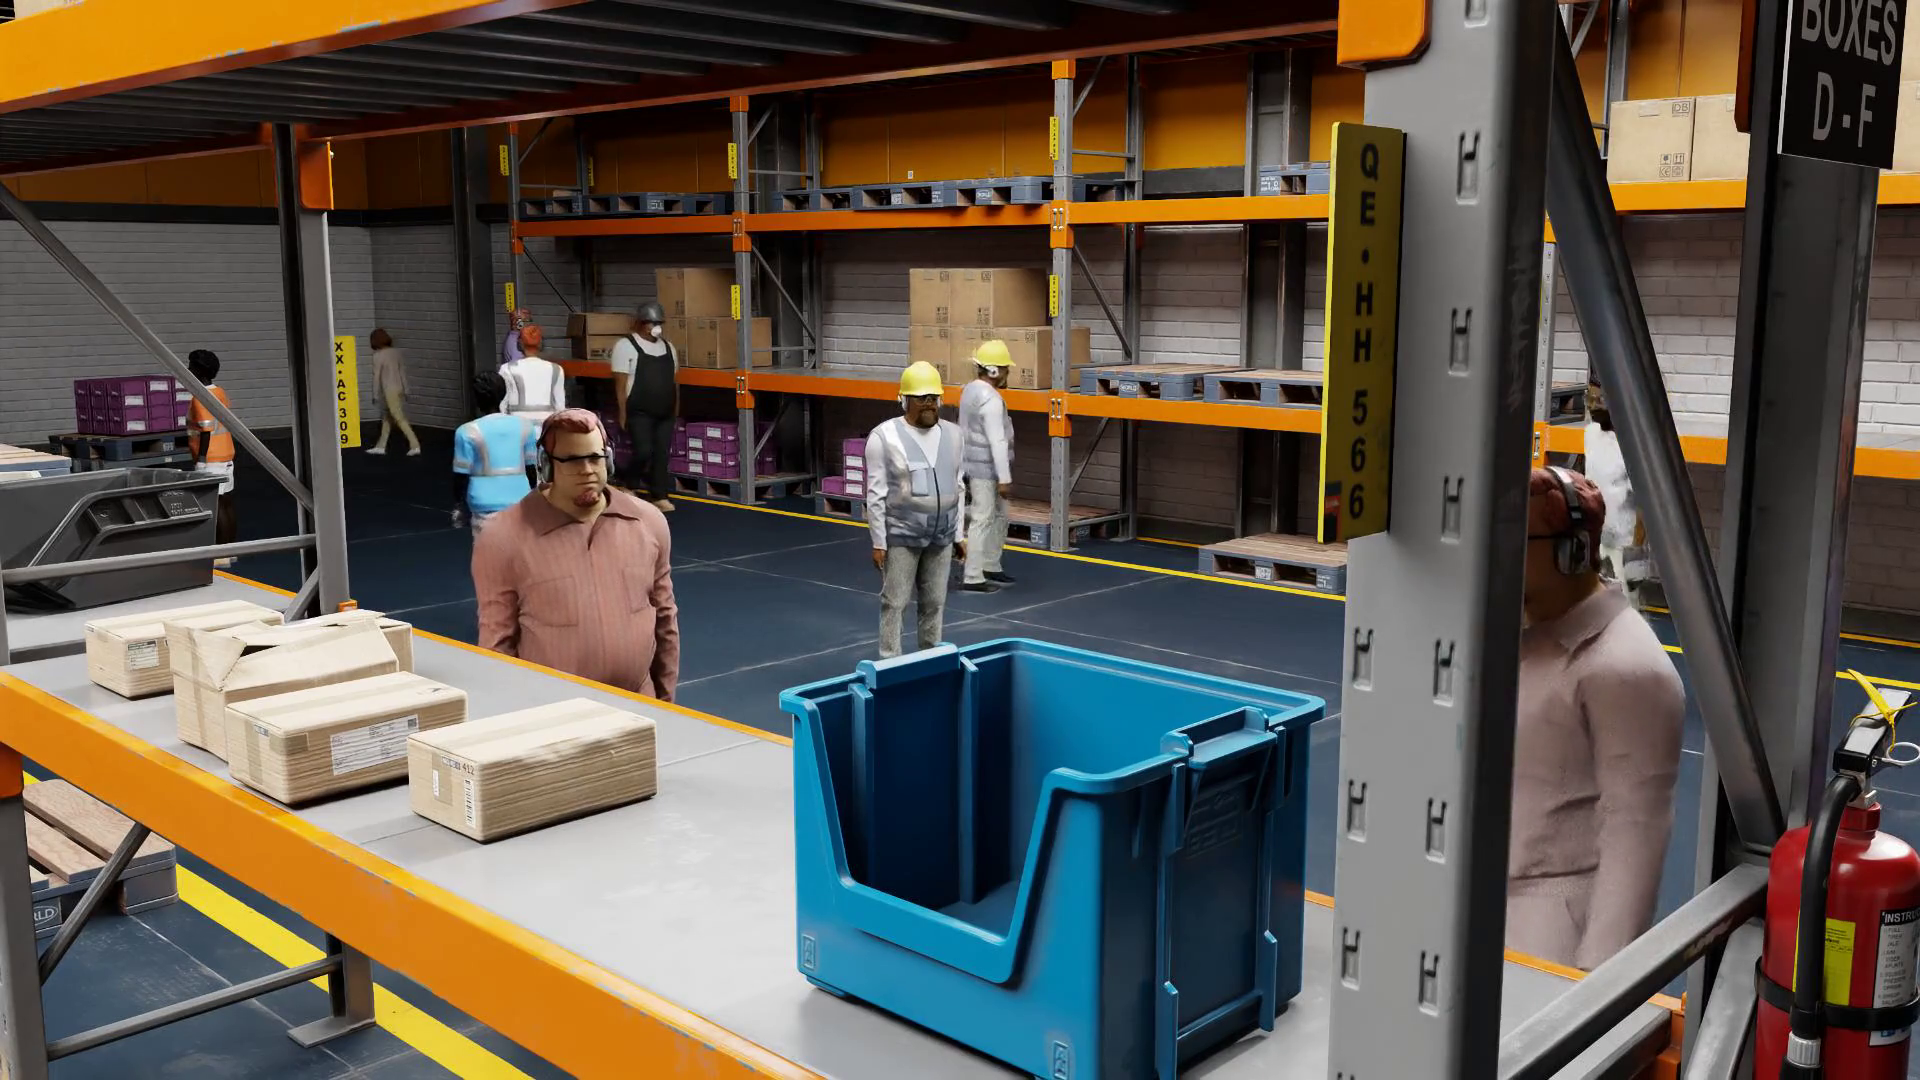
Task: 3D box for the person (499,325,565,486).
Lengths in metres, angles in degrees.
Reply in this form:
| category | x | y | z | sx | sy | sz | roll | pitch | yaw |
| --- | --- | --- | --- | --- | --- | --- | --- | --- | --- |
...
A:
| category | x | y | z | sx | sy | sz | roll | pitch | yaw |
| --- | --- | --- | --- | --- | --- | --- | --- | --- | --- |
| person | -3.626 | -0.899 | 14.145 | 0.591 | 1.850 | 0.953 | -7 | 12 | -38 |

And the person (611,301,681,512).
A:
| category | x | y | z | sx | sy | sz | roll | pitch | yaw |
| --- | --- | --- | --- | --- | --- | --- | --- | --- | --- |
| person | -2.923 | -1.268 | 15.789 | 0.536 | 2.000 | 0.698 | 9 | 13 | 44 |

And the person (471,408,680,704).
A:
| category | x | y | z | sx | sy | sz | roll | pitch | yaw |
| --- | --- | --- | --- | --- | --- | --- | --- | --- | --- |
| person | -1.156 | 0.540 | 5.150 | 0.638 | 1.900 | 0.402 | -6 | 11 | -35 |

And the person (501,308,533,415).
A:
| category | x | y | z | sx | sy | sz | roll | pitch | yaw |
| --- | --- | --- | --- | --- | --- | --- | --- | --- | --- |
| person | -4.571 | -1.470 | 17.433 | 0.404 | 1.911 | 0.636 | -4 | 10 | -23 |

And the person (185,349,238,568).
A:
| category | x | y | z | sx | sy | sz | roll | pitch | yaw |
| --- | --- | --- | --- | --- | --- | --- | --- | --- | --- |
| person | -5.810 | -0.627 | 12.904 | 0.319 | 1.697 | 0.533 | -1 | 9 | -9 |

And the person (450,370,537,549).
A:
| category | x | y | z | sx | sy | sz | roll | pitch | yaw |
| --- | --- | --- | --- | --- | --- | --- | --- | --- | --- |
| person | -2.939 | -0.224 | 10.429 | 0.555 | 1.684 | 0.483 | -8 | 12 | -41 |

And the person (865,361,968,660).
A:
| category | x | y | z | sx | sy | sz | roll | pitch | yaw |
| --- | --- | --- | --- | --- | --- | --- | --- | --- | --- |
| person | -0.211 | -0.032 | 8.843 | 0.591 | 1.833 | 0.404 | -6 | 11 | -31 |

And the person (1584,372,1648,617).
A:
| category | x | y | z | sx | sy | sz | roll | pitch | yaw |
| --- | --- | --- | --- | --- | --- | --- | --- | --- | --- |
| person | 3.253 | 0.039 | 8.417 | 0.776 | 1.828 | 0.524 | -2 | 10 | -14 |

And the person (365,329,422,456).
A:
| category | x | y | z | sx | sy | sz | roll | pitch | yaw |
| --- | --- | --- | --- | --- | --- | --- | --- | --- | --- |
| person | -7.025 | -1.824 | 20.591 | 0.782 | 1.583 | 0.517 | 2 | 9 | 11 |

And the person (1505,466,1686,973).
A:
| category | x | y | z | sx | sy | sz | roll | pitch | yaw |
| --- | --- | --- | --- | --- | --- | --- | --- | --- | --- |
| person | 1.241 | 0.785 | 3.614 | 0.403 | 1.904 | 0.651 | -1 | 9 | -9 |

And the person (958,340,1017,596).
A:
| category | x | y | z | sx | sy | sz | roll | pitch | yaw |
| --- | --- | --- | --- | --- | --- | --- | --- | --- | --- |
| person | 0.261 | -0.503 | 11.789 | 0.587 | 1.808 | 0.630 | -2 | 10 | -14 |
